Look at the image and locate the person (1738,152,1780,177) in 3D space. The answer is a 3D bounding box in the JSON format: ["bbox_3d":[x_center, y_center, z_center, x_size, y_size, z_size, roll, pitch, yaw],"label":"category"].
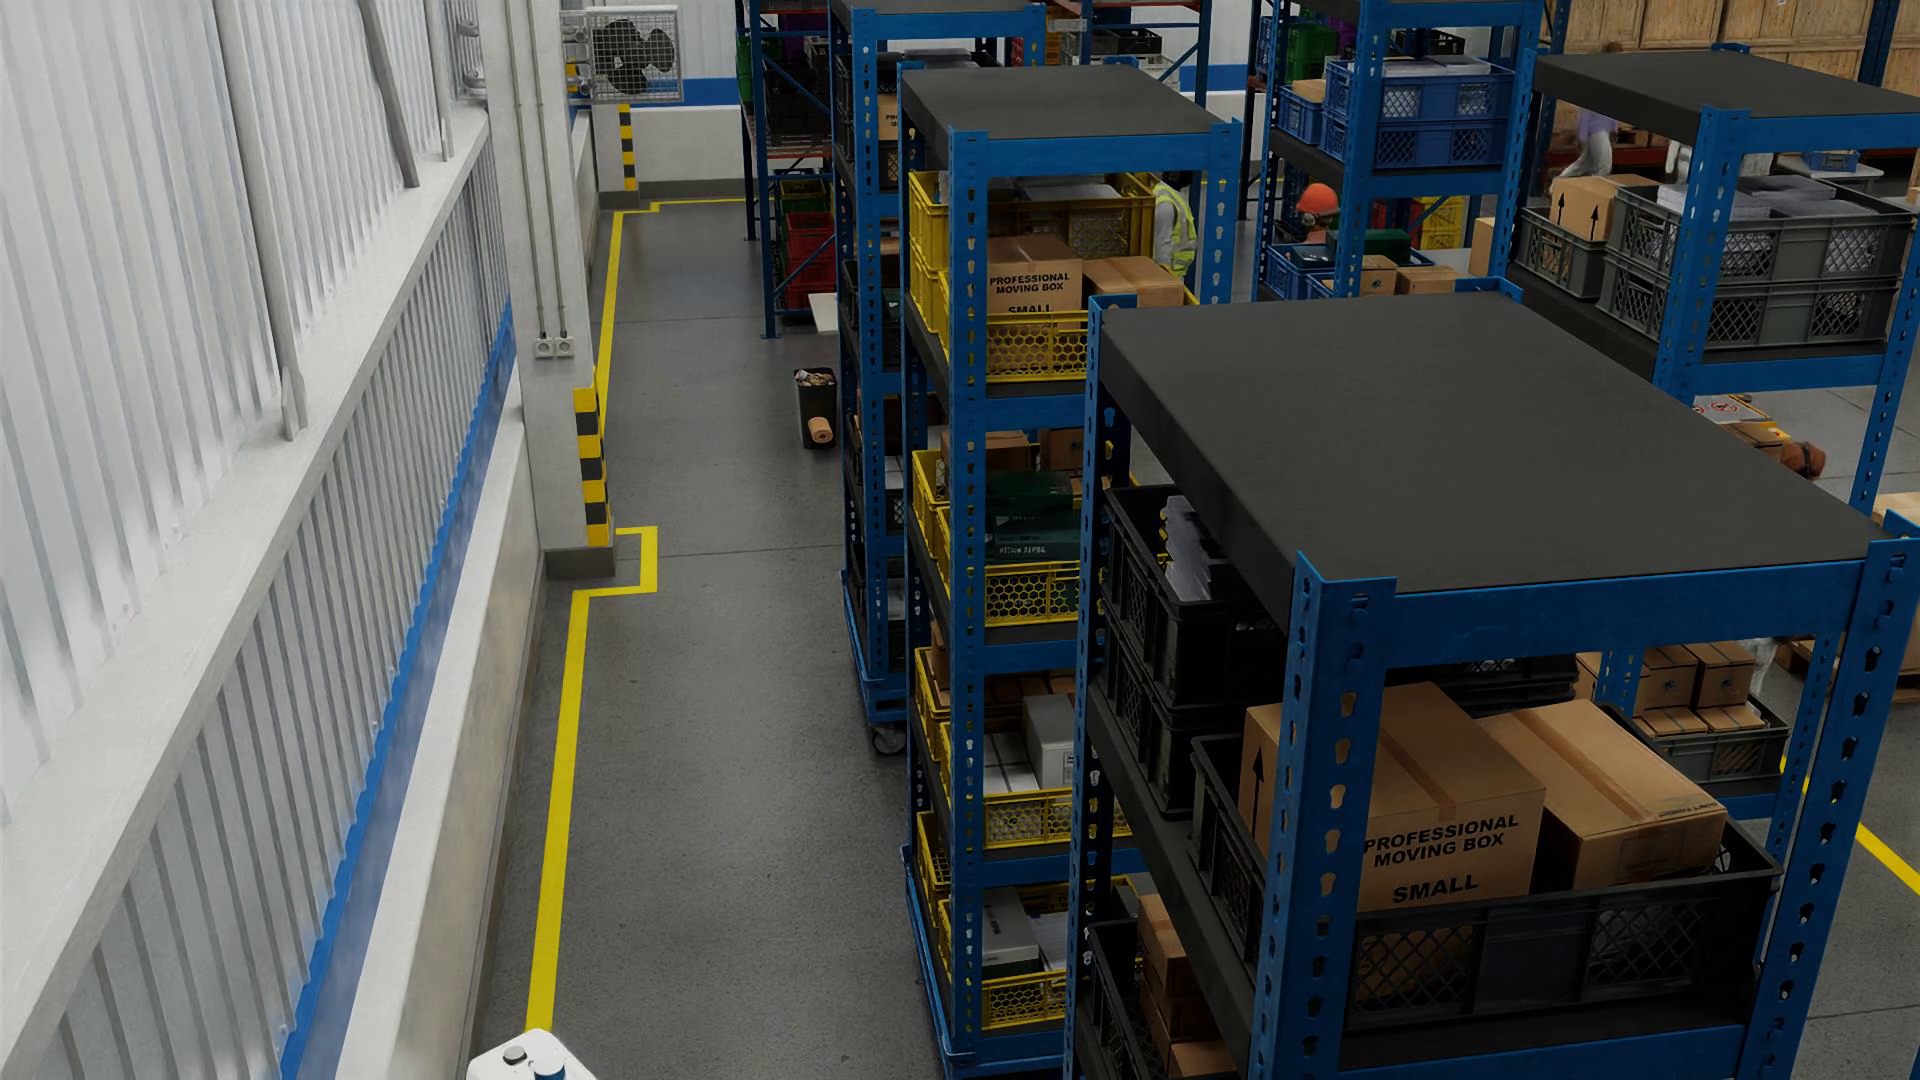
[{"bbox_3d":[7.618,-3.515,16.017,0.507,1.864,0.329,-7,26,-14],"label":"person"}]

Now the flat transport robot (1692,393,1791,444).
[{"bbox_3d":[5.224,-0.859,12.132,1.431,0.197,0.652,-4,25,-8],"label":"flat transport robot"}]

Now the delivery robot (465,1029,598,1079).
[{"bbox_3d":[-1.360,1.947,5.589,0.477,0.478,0.707,-21,32,-38],"label":"delivery robot"}]

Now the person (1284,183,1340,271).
[{"bbox_3d":[2.382,-1.431,11.327,0.612,1.997,0.375,-16,29,-31],"label":"person"}]

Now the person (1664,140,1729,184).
[{"bbox_3d":[7.300,-3.663,16.354,0.593,1.842,0.940,17,29,32],"label":"person"}]

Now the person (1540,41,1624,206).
[{"bbox_3d":[6.823,-4.423,17.952,0.971,1.909,0.640,19,31,35],"label":"person"}]

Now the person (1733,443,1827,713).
[{"bbox_3d":[3.843,0.302,7.991,0.311,1.631,0.511,0,25,0],"label":"person"}]

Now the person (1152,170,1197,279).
[{"bbox_3d":[1.633,-2.133,13.050,0.429,1.836,0.631,5,25,10],"label":"person"}]
